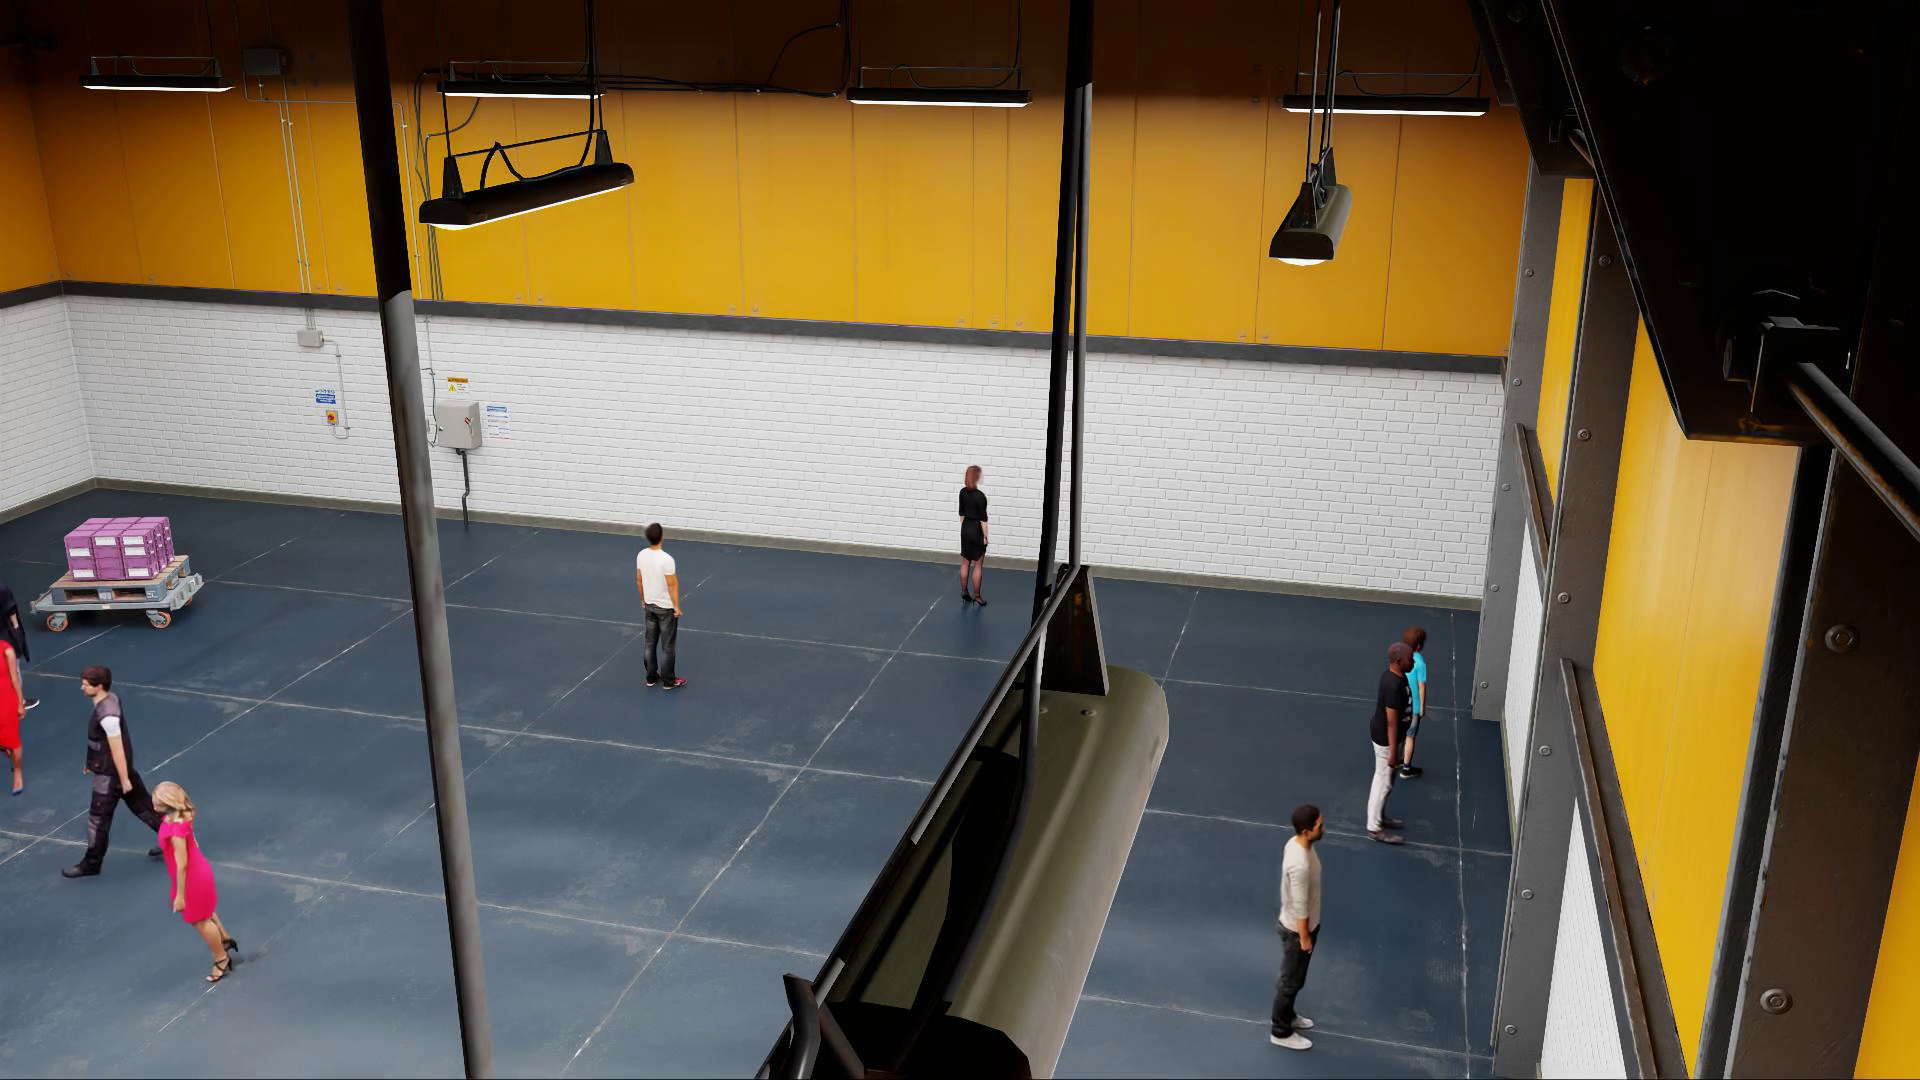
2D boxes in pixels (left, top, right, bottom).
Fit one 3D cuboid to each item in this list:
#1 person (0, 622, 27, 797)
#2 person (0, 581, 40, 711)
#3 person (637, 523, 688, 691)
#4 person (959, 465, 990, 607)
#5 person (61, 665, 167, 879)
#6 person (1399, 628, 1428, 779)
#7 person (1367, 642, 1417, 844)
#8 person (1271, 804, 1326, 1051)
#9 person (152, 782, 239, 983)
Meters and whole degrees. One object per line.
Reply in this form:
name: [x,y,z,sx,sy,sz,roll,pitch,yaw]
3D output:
person: [-8.719,1.464,15.167,0.736,1.732,0.824,-4,19,-11]
person: [-9.717,0.936,16.819,0.628,1.679,0.555,4,19,12]
person: [-3.151,0.678,17.390,0.695,1.804,0.624,11,21,29]
person: [0.158,-0.057,19.731,0.670,1.703,0.662,-17,25,-41]
person: [-6.912,1.883,13.808,1.168,1.806,1.174,-8,20,-23]
person: [4.179,1.495,15.518,0.659,1.450,0.592,-9,21,-26]
person: [3.688,1.714,14.315,0.701,1.804,0.517,4,19,13]
person: [2.322,2.649,11.528,0.706,1.809,0.462,5,19,13]
person: [-5.586,2.482,12.216,0.873,1.687,0.794,-4,19,-11]
